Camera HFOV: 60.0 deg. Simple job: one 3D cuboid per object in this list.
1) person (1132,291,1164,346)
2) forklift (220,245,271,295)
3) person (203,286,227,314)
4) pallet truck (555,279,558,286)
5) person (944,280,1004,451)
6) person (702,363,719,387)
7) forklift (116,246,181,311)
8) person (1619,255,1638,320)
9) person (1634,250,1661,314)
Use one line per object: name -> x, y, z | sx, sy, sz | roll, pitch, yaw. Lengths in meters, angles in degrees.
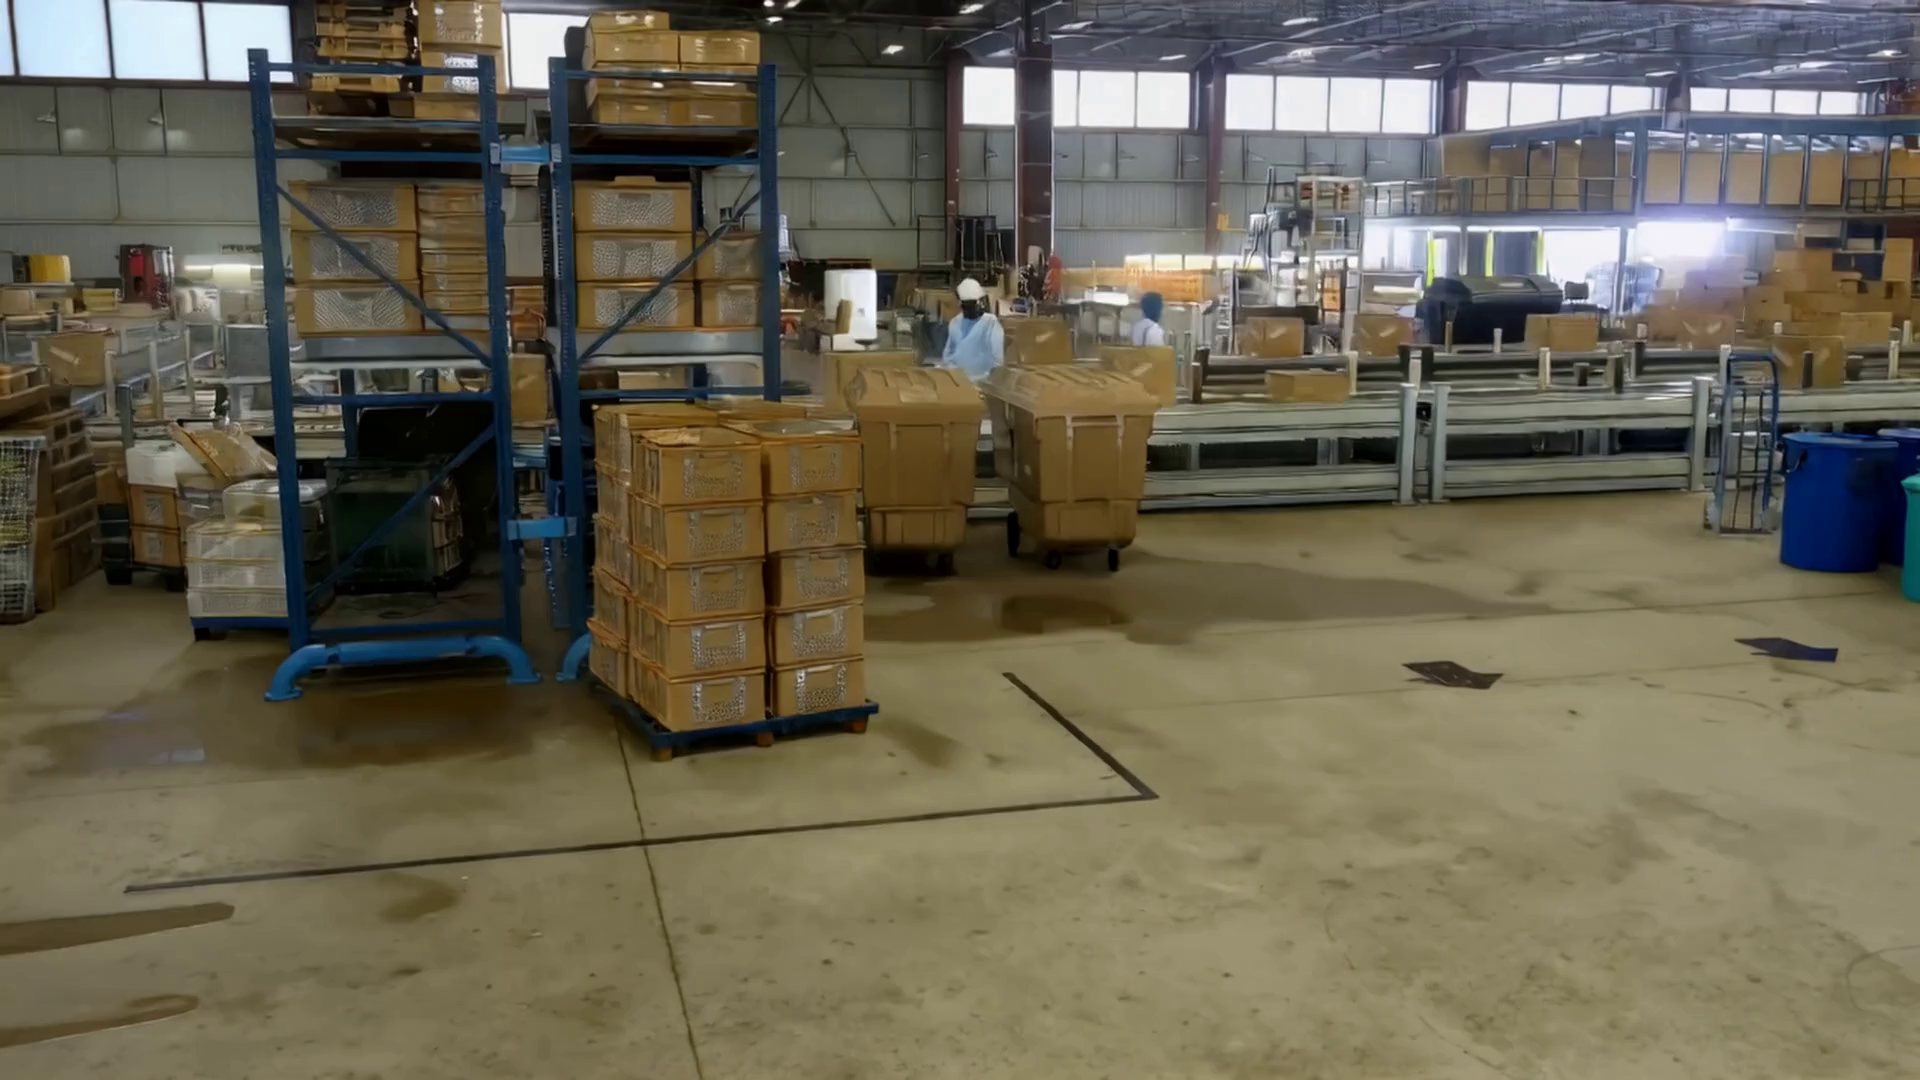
person -> 1.914, -1.657, 16.723 | 0.381, 1.679, 0.547 | -3, 10, -16
forklift -> -17.749, -6.334, 41.440 | 1.157, 1.987, 2.680 | -3, 10, -17
person -> -16.609, -5.345, 37.187 | 0.599, 1.830, 0.404 | 4, 11, 21
pallet truck -> -10.604, -6.375, 44.520 | 0.653, 1.274, 1.630 | -3, 10, -15
person -> 0.101, -1.440, 15.104 | 0.588, 1.823, 0.403 | 6, 12, 30
person -> -3.788, -3.008, 24.176 | 0.365, 1.752, 0.551 | 1, 10, 7
forklift -> -19.966, -6.232, 40.894 | 1.157, 1.987, 2.680 | -3, 10, -15
person -> 19.436, -7.332, 48.299 | 0.574, 1.883, 0.355 | 0, 10, -1
person -> 17.136, -6.210, 41.517 | 0.606, 2.034, 0.397 | 4, 11, 22
